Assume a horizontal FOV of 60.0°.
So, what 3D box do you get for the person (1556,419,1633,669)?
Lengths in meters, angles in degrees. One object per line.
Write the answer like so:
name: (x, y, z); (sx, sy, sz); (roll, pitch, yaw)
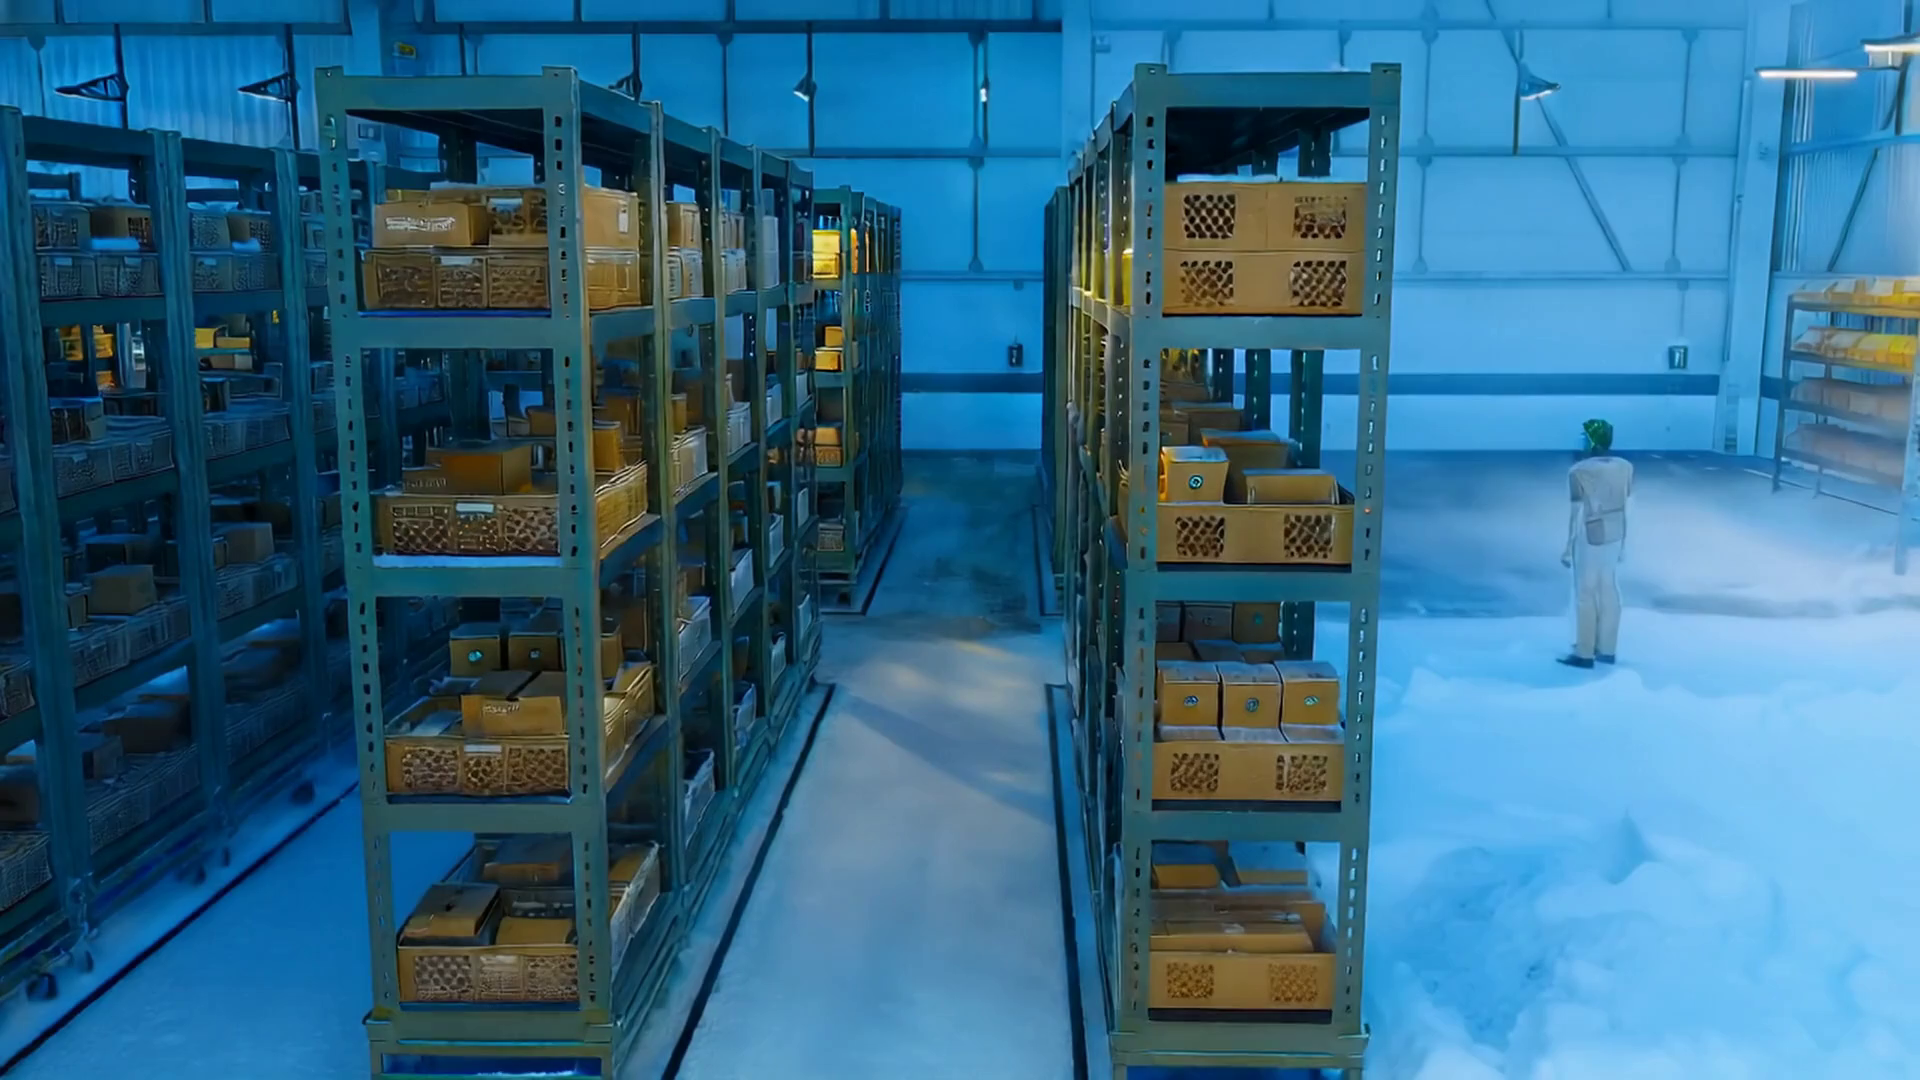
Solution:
person: (4.687, 0.035, 12.253); (0.564, 1.842, 0.393); (-4, 11, -24)
